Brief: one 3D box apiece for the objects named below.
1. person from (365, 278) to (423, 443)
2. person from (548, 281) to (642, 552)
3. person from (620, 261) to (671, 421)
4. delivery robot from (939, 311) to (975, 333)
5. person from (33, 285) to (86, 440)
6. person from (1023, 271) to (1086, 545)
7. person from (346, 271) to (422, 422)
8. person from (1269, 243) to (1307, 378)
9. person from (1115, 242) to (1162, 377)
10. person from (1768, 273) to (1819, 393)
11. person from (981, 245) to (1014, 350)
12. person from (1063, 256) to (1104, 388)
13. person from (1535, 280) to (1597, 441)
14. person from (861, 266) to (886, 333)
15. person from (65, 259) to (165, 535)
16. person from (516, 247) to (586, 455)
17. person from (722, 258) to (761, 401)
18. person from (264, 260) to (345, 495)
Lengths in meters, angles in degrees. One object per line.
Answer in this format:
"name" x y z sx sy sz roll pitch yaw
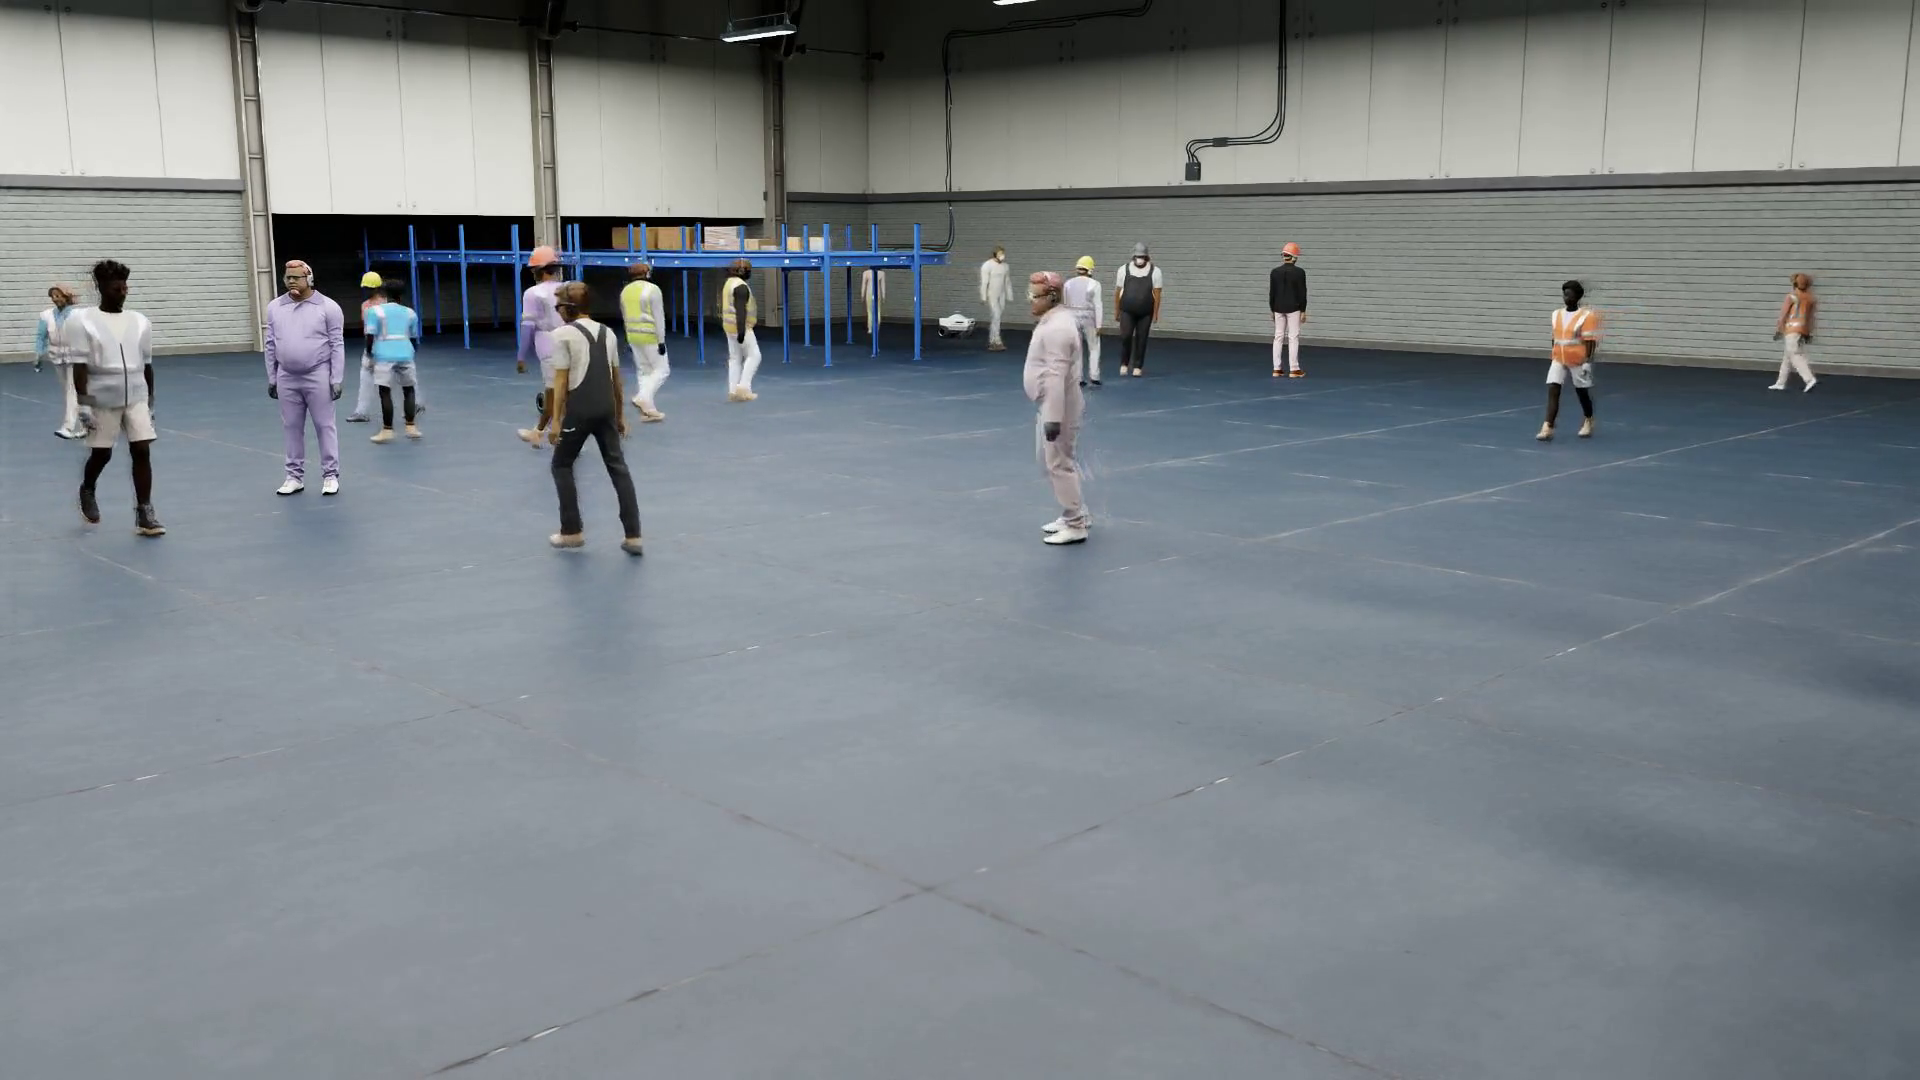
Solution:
"person" -5.832 -1.850 17.154 0.587 1.670 0.341 -9 14 -42
"person" -2.488 -0.814 11.097 0.734 1.798 0.623 8 13 37
"person" -3.598 -2.265 18.979 0.653 1.819 0.474 8 13 37
"delivery robot" -0.058 -4.488 34.418 0.707 0.478 0.477 4 11 23
"person" -9.262 -1.826 17.200 0.515 1.594 0.876 1 10 4
"person" 0.662 -0.899 11.412 0.467 1.877 0.672 0 10 -1
"person" -6.632 -2.230 19.102 0.516 1.709 0.959 6 12 31
"person" 4.930 -3.446 24.945 0.608 1.995 0.377 9 14 40
"person" 2.672 -3.436 24.878 0.698 2.000 0.669 1 10 5
"person" 11.326 -2.797 22.456 0.514 1.610 0.789 -6 12 -28
"person" 0.767 -4.433 30.526 0.646 1.914 0.751 -10 14 -43
"person" 1.719 -3.014 23.055 0.617 1.826 0.439 6 12 31
"person" 6.372 -1.872 17.304 0.906 1.652 0.537 -9 13 -39
"person" -1.879 -5.292 36.030 0.531 1.610 0.506 -1 10 -4
"person" -6.031 -1.019 11.836 0.817 1.945 0.612 9 14 40
"person" -4.026 -1.830 16.143 1.047 1.984 0.630 6 12 30
"person" -2.783 -2.695 21.330 0.508 1.827 0.630 -5 11 -24
"person" -5.366 -1.324 13.612 0.642 1.909 0.408 0 10 0
